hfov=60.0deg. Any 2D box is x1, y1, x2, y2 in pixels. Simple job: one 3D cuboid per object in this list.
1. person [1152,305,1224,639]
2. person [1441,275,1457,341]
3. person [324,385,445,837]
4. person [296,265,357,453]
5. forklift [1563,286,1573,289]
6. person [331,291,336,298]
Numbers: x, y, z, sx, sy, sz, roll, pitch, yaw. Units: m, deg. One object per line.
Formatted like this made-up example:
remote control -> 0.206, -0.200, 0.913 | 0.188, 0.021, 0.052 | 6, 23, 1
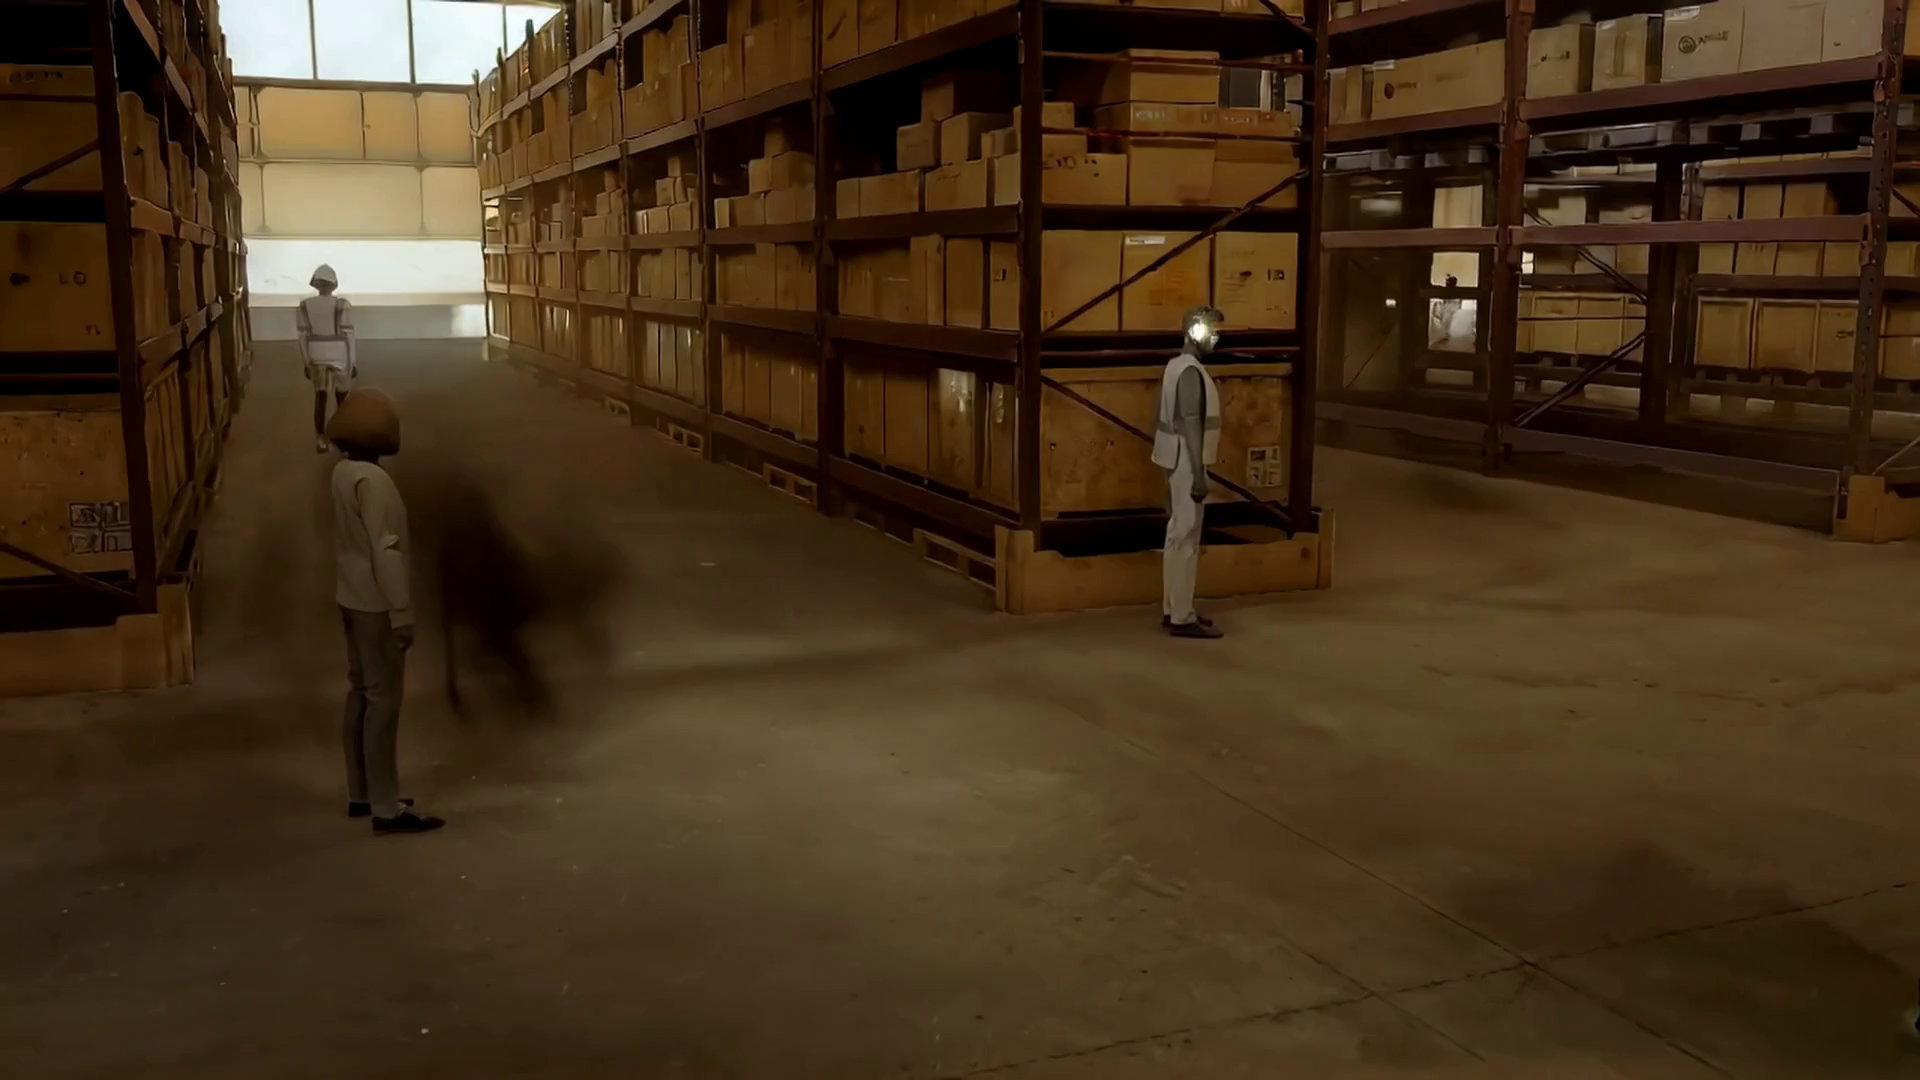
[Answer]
person -> 1.269, -0.382, 9.264 | 0.390, 1.838, 0.564 | 0, 9, 0
person -> 12.908, -6.097, 43.810 | 0.330, 1.736, 0.492 | 7, 12, 36
person -> -2.118, 0.256, 6.051 | 0.288, 1.634, 0.499 | -7, 12, -37
person -> -6.885, -1.968, 18.154 | 0.605, 2.045, 0.376 | -1, 10, -4
forklift -> 11.543, -4.482, 30.711 | 1.129, 2.768, 1.873 | -4, 10, -22
person -> -13.948, -4.959, 36.705 | 0.404, 1.830, 0.600 | -5, 11, -26
